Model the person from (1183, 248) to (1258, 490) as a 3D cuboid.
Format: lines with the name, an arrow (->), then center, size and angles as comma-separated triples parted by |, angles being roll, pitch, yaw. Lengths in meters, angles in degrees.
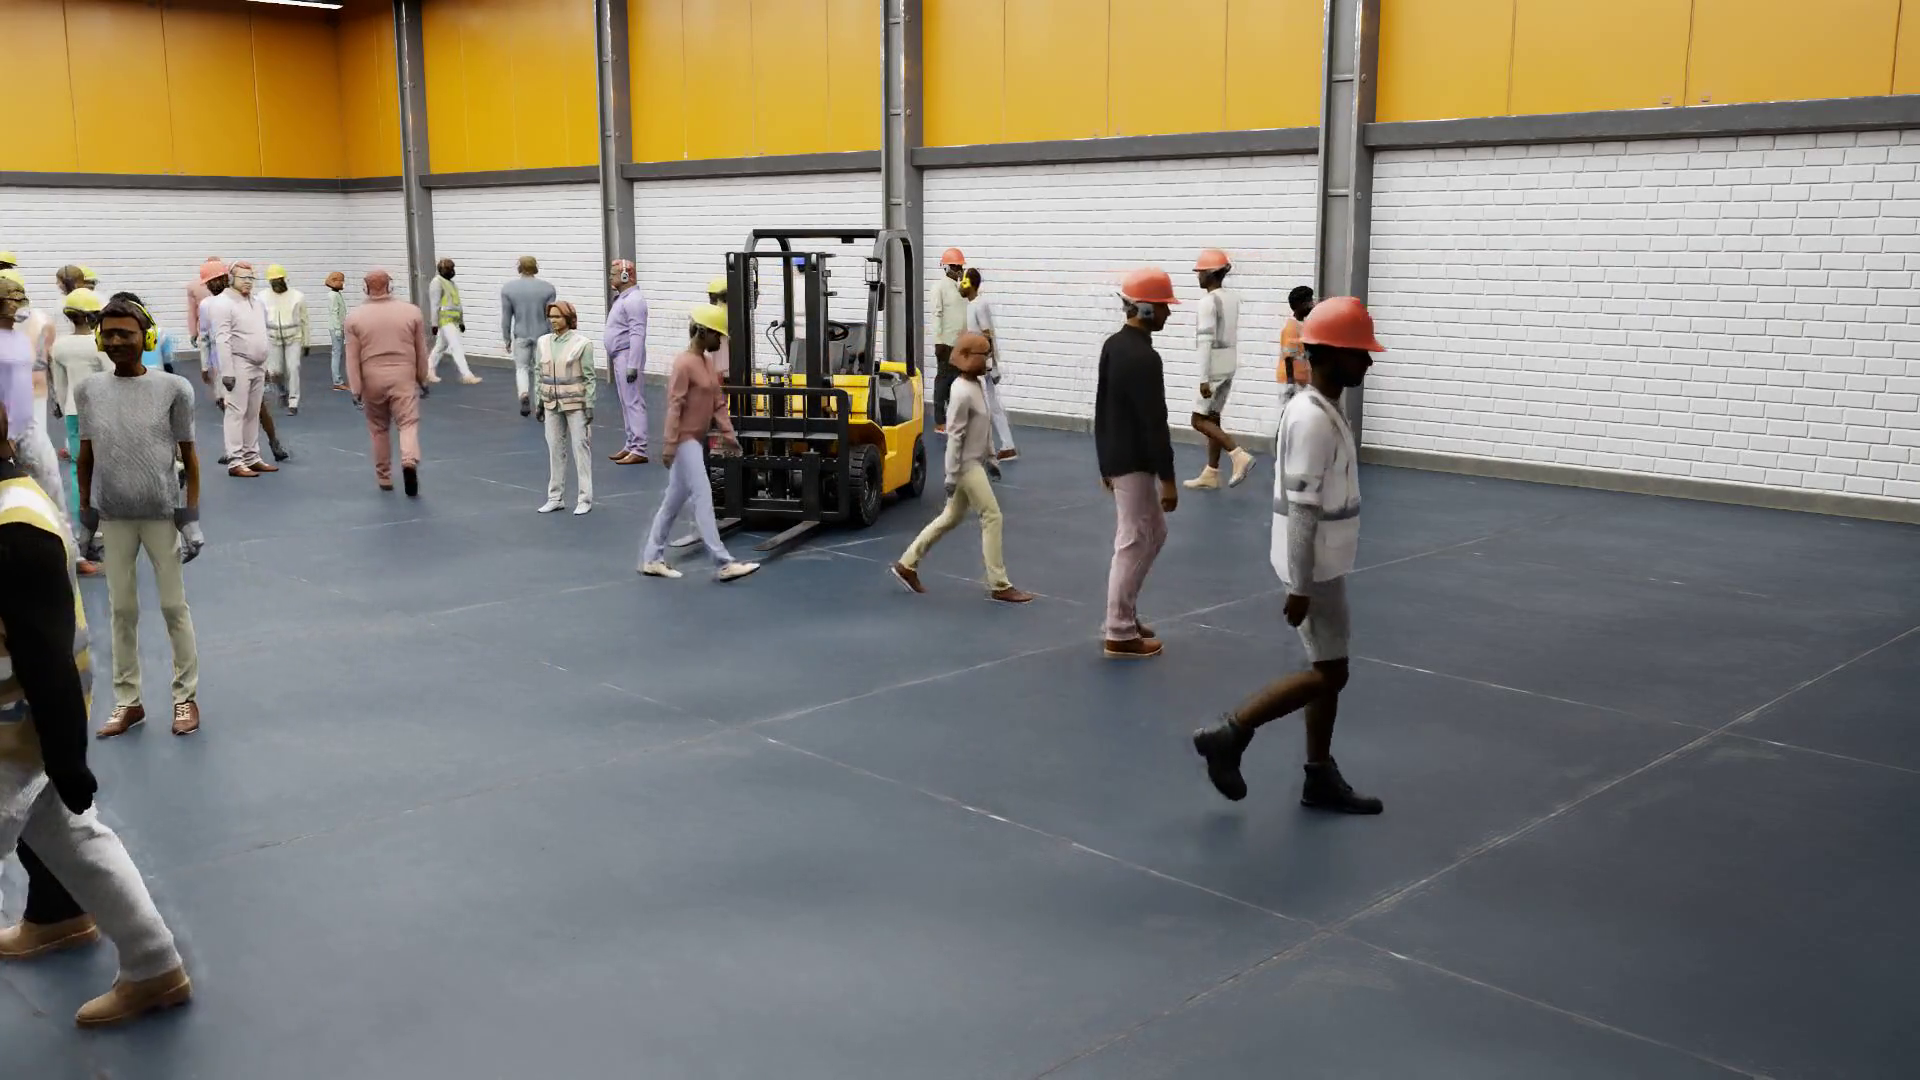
person -> 2.171, -1.393, 13.773 | 0.615, 2.031, 0.611 | 7, 12, 33

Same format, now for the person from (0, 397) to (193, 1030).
person -> -2.472, 0.480, 4.216 | 0.959, 1.793, 0.646 | -8, 13, -37

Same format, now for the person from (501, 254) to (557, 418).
person -> -4.974, -2.343, 19.269 | 0.633, 1.925, 0.583 | -2, 11, -11

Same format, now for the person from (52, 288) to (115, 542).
person -> -6.012, -0.854, 11.547 | 0.525, 1.771, 0.305 | 2, 11, 12

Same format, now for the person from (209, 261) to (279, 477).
person -> -6.349, -1.518, 14.802 | 0.399, 1.903, 0.643 | 1, 10, 7

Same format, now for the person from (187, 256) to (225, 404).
person -> -9.220, -2.594, 20.767 | 0.678, 1.861, 0.940 | -2, 11, -11

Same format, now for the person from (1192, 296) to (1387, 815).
person -> 1.239, 0.077, 6.063 | 0.593, 1.922, 0.551 | 3, 11, 14

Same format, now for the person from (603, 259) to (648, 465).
person -> -3.131, -1.666, 15.592 | 0.409, 1.906, 0.651 | -4, 11, -20

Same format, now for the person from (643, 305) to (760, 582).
person -> -1.602, -0.593, 10.308 | 0.865, 1.698, 0.552 | 2, 11, 9

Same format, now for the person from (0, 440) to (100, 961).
person -> -3.020, 0.256, 4.749 | 0.900, 2.000, 0.700 | -7, 13, -35

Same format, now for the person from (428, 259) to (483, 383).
person -> -7.410, -3.154, 24.027 | 0.950, 1.798, 0.641 | 1, 10, 5

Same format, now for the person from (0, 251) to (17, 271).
person -> -12.991, -2.980, 22.721 | 0.585, 1.922, 0.378 | 4, 11, 22

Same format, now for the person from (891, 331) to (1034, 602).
person -> -0.007, -0.433, 9.731 | 0.839, 1.592, 0.495 | 2, 11, 9

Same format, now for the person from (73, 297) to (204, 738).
person -> -3.500, -0.090, 7.089 | 0.513, 1.876, 0.328 | -2, 11, -9

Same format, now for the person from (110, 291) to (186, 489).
person -> -6.608, -1.175, 13.504 | 0.425, 1.682, 0.557 | 8, 13, 37

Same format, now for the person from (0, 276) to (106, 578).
person -> -5.889, -0.664, 10.195 | 1.018, 1.897, 0.643 | 0, 10, 2

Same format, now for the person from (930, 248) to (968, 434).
person -> -0.084, -2.148, 17.985 | 0.381, 1.994, 0.613 | 7, 12, 33

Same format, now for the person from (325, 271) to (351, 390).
person -> -8.594, -2.888, 23.004 | 0.287, 1.633, 0.497 | -3, 11, -16

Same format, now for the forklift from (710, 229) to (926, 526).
forklift -> -1.050, -1.319, 12.920 | 1.214, 2.155, 2.313 | 2, 11, 13

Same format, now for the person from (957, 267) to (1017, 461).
person -> 0.197, -1.647, 15.706 | 0.763, 1.824, 0.534 | 1, 10, 6

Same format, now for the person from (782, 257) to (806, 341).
person -> -1.853, -2.494, 20.014 | 0.642, 1.940, 0.419 | 6, 12, 28

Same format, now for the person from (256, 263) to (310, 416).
person -> -8.041, -2.389, 19.799 | 0.601, 1.812, 0.529 | -3, 11, -14

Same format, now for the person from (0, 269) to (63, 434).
person -> -7.192, -1.123, 12.714 | 0.607, 1.871, 1.017 | -6, 12, -31

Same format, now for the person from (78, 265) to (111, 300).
person -> -9.480, -2.105, 18.256 | 0.675, 1.810, 0.600 | 5, 11, 24

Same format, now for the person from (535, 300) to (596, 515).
person -> -3.022, -1.011, 12.745 | 0.512, 1.642, 0.312 | 4, 11, 20

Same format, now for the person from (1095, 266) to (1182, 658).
person -> 0.926, -0.371, 8.331 | 0.495, 1.977, 0.664 | -2, 11, -11

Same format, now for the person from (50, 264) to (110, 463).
person -> -8.038, -1.592, 15.319 | 1.071, 1.872, 0.614 | 7, 13, 35

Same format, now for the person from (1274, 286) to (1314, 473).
person -> 3.002, -1.428, 14.894 | 0.322, 1.689, 0.530 | 5, 12, 26

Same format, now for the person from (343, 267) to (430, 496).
person -> -4.696, -1.297, 13.668 | 0.653, 1.881, 0.836 | -4, 11, -20

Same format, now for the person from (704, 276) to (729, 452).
person -> -2.233, -1.617, 15.762 | 0.582, 1.761, 0.546 | 6, 12, 30

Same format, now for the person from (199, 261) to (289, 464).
person -> -6.706, -1.643, 15.504 | 0.749, 1.897, 0.378 | 0, 10, -1
